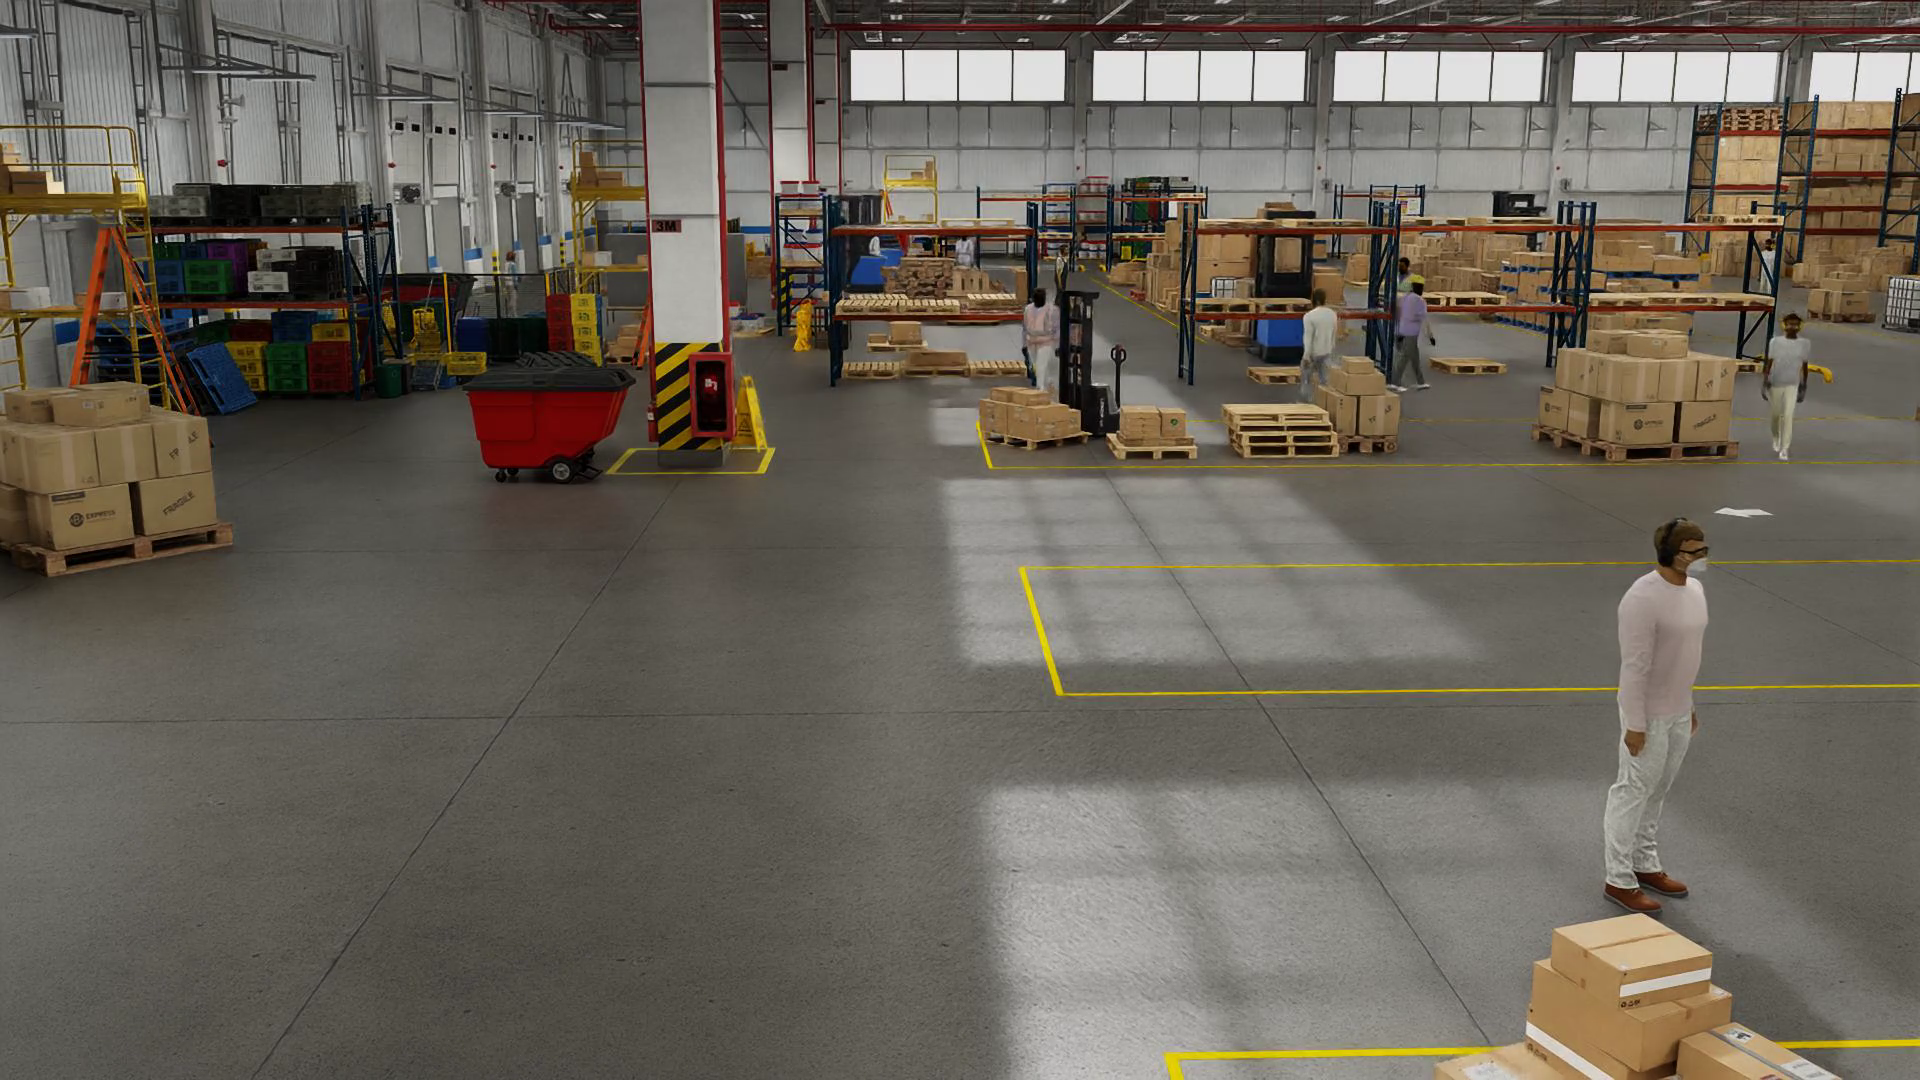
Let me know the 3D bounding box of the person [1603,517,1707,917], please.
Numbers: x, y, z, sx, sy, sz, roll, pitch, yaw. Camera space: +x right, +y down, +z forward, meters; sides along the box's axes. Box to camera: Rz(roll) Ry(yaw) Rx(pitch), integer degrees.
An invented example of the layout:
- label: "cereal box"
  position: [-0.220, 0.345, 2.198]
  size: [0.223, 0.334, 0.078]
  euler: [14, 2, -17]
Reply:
- label: "person"
  position: [3.397, 0.839, 8.076]
  size: [0.627, 1.940, 0.372]
  euler: [-11, 17, -41]

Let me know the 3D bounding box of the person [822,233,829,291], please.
- label: "person"
  position: [-3.513, -7.250, 44.603]
  size: [0.373, 1.934, 0.551]
  euler: [-7, 14, -27]

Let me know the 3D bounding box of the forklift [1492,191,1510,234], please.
- label: "forklift"
  position: [20.362, -11.777, 62.892]
  size: [1.873, 2.768, 1.129]
  euler: [0, 12, -2]

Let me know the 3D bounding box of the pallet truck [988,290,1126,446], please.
- label: "pallet truck"
  position: [1.257, -2.299, 22.111]
  size: [1.885, 1.965, 0.823]
  euler: [-9, 15, -35]

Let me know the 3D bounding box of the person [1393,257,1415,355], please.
- label: "person"
  position: [8.711, -4.578, 32.610]
  size: [0.390, 1.914, 0.592]
  euler: [-7, 15, -30]

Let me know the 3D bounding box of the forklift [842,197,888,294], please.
- label: "forklift"
  position: [-3.061, -8.629, 48.682]
  size: [1.873, 2.768, 1.129]
  euler: [0, 12, -2]

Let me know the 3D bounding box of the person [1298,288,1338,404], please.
- label: "person"
  position: [5.227, -2.695, 24.121]
  size: [0.636, 1.903, 0.997]
  euler: [-7, 14, -28]

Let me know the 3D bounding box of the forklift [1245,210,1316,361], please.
- label: "forklift"
  position: [6.245, -4.892, 31.809]
  size: [1.129, 2.768, 1.873]
  euler: [0, 12, -2]

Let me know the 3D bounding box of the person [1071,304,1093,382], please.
- label: "person"
  position: [1.764, -2.575, 24.063]
  size: [0.322, 1.690, 0.533]
  euler: [-1, 13, -4]

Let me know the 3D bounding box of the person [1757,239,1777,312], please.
- label: "person"
  position: [20.759, -6.801, 42.747]
  size: [0.335, 1.864, 0.521]
  euler: [-8, 15, -31]

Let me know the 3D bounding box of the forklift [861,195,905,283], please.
- label: "forklift"
  position: [-2.798, -9.611, 53.114]
  size: [1.873, 2.768, 1.129]
  euler: [-7, 14, -28]

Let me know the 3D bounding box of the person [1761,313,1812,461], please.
- label: "person"
  position: [10.416, -1.957, 20.986]
  size: [0.516, 1.843, 0.897]
  euler: [7, 14, 30]

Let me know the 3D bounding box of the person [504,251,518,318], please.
- label: "person"
  position: [-11.000, -6.248, 40.781]
  size: [0.313, 1.634, 0.515]
  euler: [-8, 15, -33]

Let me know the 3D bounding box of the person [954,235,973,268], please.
- label: "person"
  position: [0.164, -8.321, 49.516]
  size: [0.540, 1.911, 0.852]
  euler: [6, 14, 26]

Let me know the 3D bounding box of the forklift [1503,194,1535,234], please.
- label: "forklift"
  position: [18.462, -10.066, 55.169]
  size: [1.129, 2.768, 1.873]
  euler: [-1, 13, -3]

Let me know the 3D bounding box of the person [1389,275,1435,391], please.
- label: "person"
  position: [7.392, -3.375, 27.236]
  size: [0.796, 1.884, 0.677]
  euler: [-2, 13, -10]

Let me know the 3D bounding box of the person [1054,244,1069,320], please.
- label: "person"
  position: [2.471, -6.256, 40.361]
  size: [0.349, 1.837, 0.502]
  euler: [4, 13, 17]

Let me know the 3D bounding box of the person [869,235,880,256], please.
- label: "person"
  position: [-2.633, -8.682, 51.200]
  size: [0.340, 1.879, 0.577]
  euler: [-4, 13, -16]

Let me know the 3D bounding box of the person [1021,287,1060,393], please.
- label: "person"
  position: [1.284, -3.057, 25.975]
  size: [0.648, 1.813, 0.779]
  euler: [8, 15, 32]
